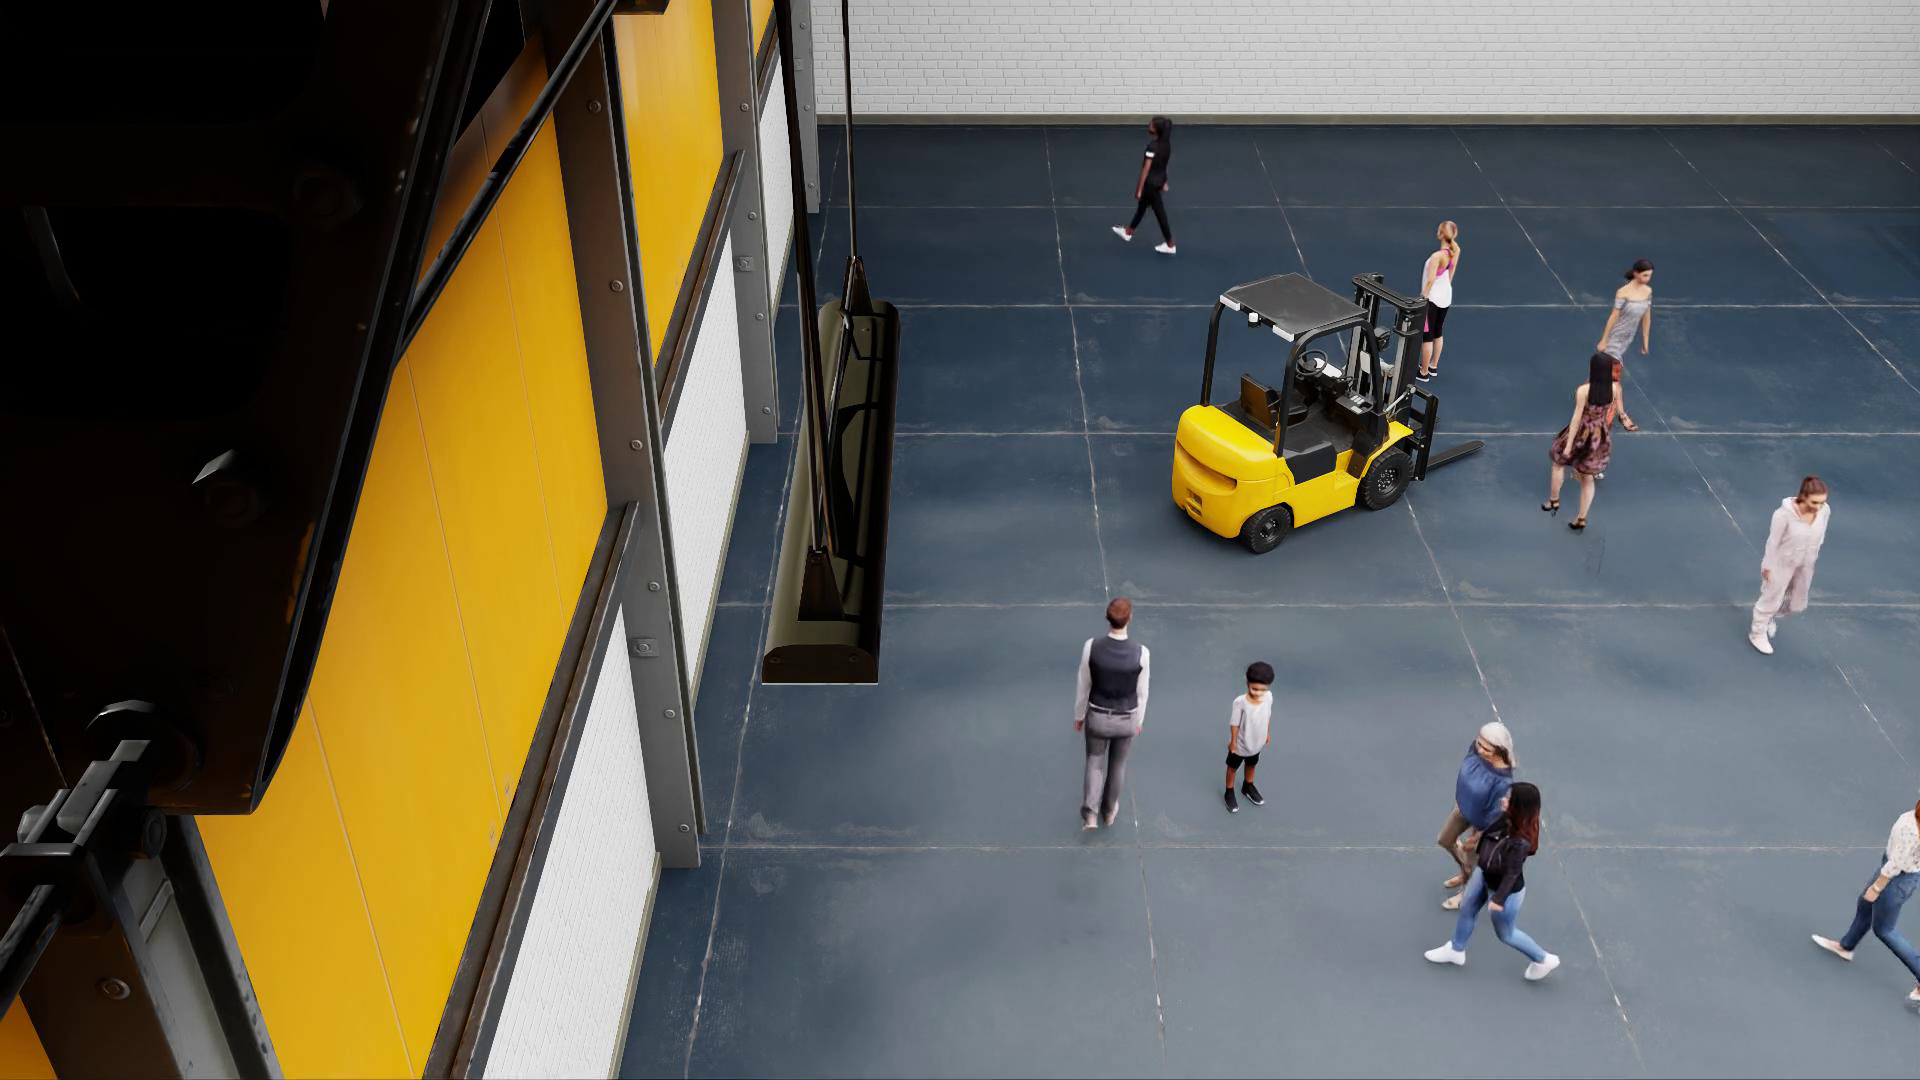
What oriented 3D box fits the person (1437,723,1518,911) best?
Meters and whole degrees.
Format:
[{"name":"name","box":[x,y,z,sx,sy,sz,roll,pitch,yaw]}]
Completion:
[{"name":"person","box":[3.543,1.845,11.100,0.763,1.684,0.662,-11,35,-16]}]

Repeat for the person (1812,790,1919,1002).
[{"name":"person","box":[6.031,2.201,10.542,1.008,1.709,1.073,-28,43,-36]}]

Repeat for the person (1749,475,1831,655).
[{"name":"person","box":[6.765,0.142,13.672,0.690,1.673,0.711,-5,34,-8]}]

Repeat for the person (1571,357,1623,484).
[{"name":"person","box":[6.129,-1.176,15.983,0.555,1.310,0.600,-21,39,-29]}]

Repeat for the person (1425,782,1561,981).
[{"name":"person","box":[3.524,2.207,10.622,0.769,1.610,1.006,4,34,5]}]

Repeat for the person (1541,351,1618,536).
[{"name":"person","box":[5.709,-0.833,15.070,0.763,1.749,0.845,-9,35,-13]}]

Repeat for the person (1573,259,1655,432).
[{"name":"person","box":[6.604,-2.043,16.862,0.940,1.780,1.187,-14,36,-20]}]

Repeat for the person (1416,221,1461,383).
[{"name":"person","box":[5.048,-2.529,17.587,0.681,1.788,0.724,-25,41,-33]}]

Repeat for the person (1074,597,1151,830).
[{"name":"person","box":[1.059,1.322,11.681,0.787,1.911,0.938,8,35,12]}]

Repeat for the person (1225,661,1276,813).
[{"name":"person","box":[2.109,1.405,12.147,0.547,1.259,0.572,-10,35,-15]}]

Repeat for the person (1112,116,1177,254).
[{"name":"person","box":[2.449,-4.300,20.345,1.077,1.683,1.165,18,38,25]}]
